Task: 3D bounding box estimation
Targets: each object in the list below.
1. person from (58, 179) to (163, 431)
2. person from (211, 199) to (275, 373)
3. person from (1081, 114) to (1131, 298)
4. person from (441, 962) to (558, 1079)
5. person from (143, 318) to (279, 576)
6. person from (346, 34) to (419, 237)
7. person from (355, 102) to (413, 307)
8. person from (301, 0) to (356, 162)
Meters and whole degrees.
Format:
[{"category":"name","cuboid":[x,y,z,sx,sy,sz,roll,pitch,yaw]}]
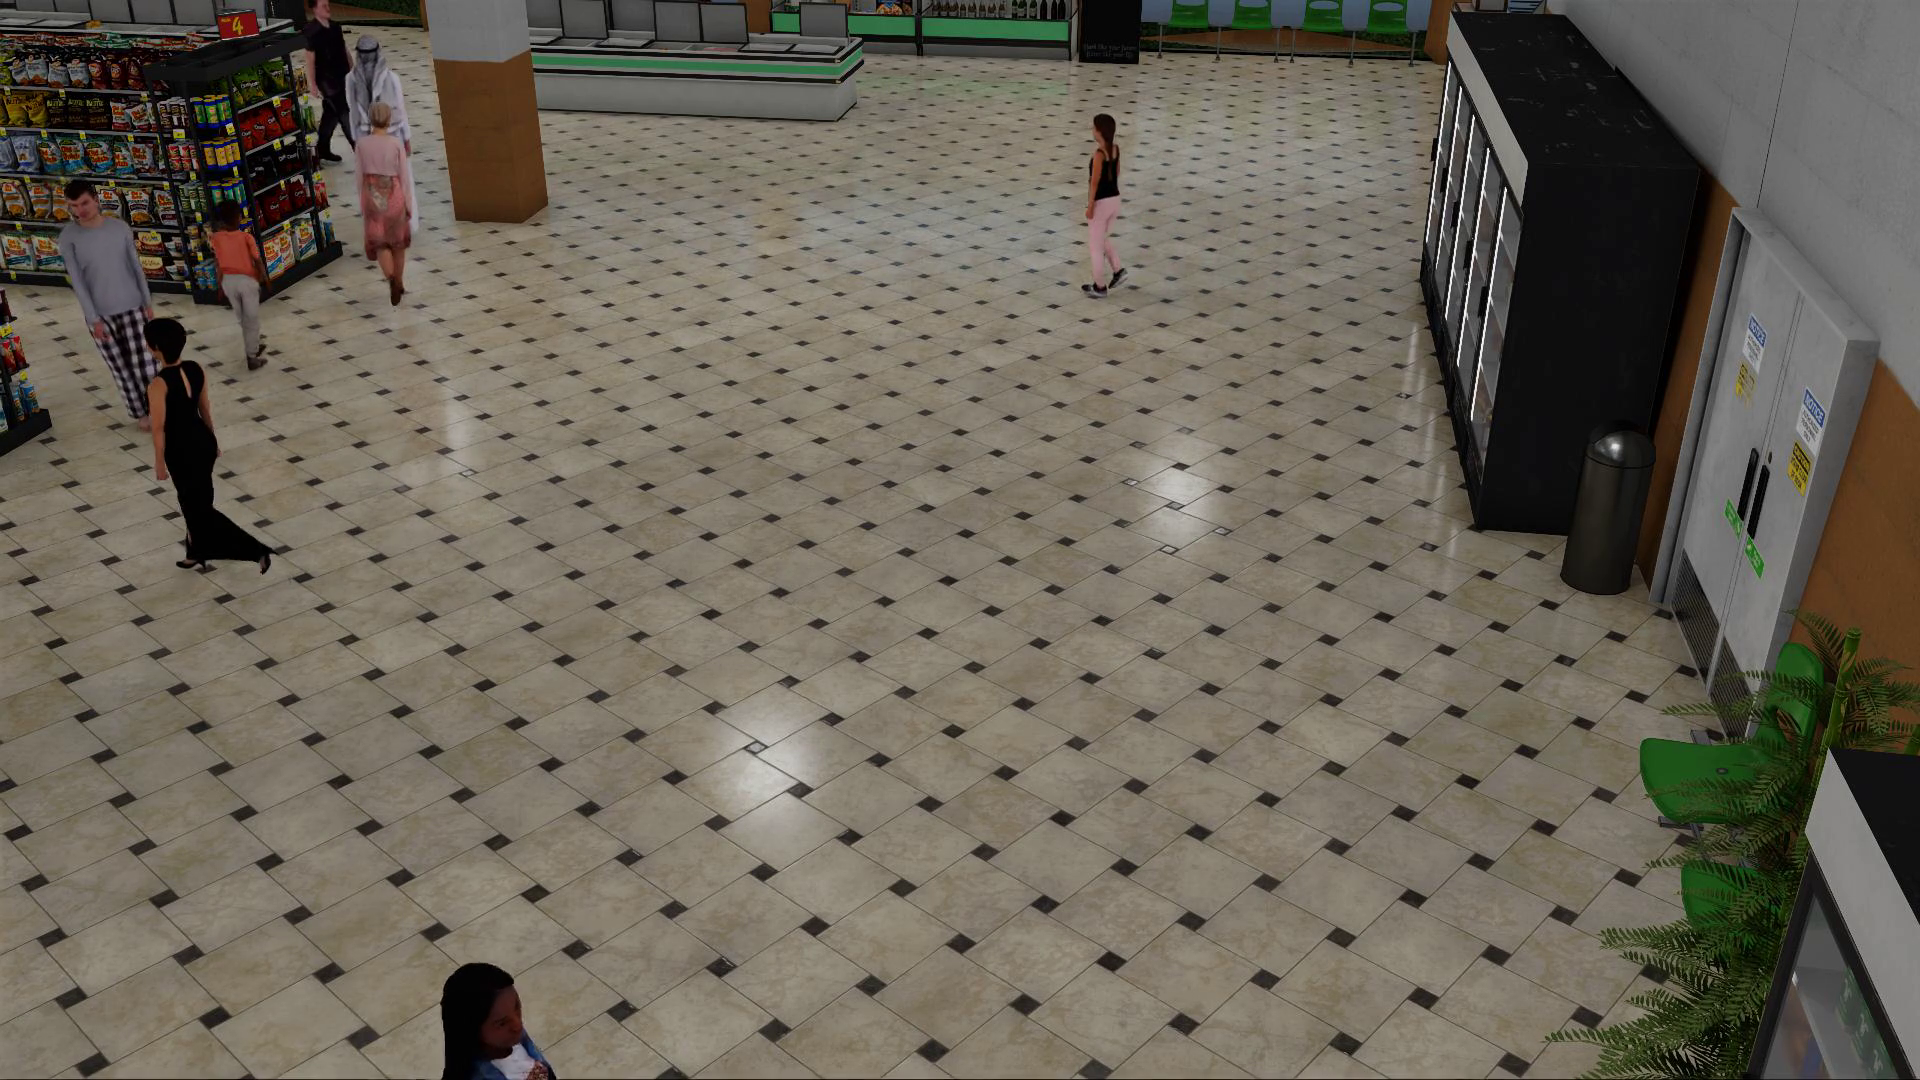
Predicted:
[{"category":"person","cuboid":[-5.775,-1.577,11.338,1.029,1.816,1.047,-15,31,-27]},{"category":"person","cuboid":[-5.454,-1.903,12.556,0.647,1.296,0.607,2,27,3]},{"category":"person","cuboid":[1.279,-2.805,14.051,0.755,1.554,0.683,22,34,36]},{"category":"person","cuboid":[-1.329,1.896,4.625,1.071,1.695,0.873,-4,27,-7]},{"category":"person","cuboid":[-4.284,-0.463,9.407,0.968,1.577,0.601,5,27,10]},{"category":"person","cuboid":[-5.331,-3.630,15.292,1.049,1.902,0.960,-3,27,-5]},{"category":"person","cuboid":[-4.767,-2.754,13.827,1.008,1.664,0.972,-10,29,-19]},{"category":"person","cuboid":[-6.842,-4.921,17.954,1.214,1.797,0.837,8,28,15]}]
